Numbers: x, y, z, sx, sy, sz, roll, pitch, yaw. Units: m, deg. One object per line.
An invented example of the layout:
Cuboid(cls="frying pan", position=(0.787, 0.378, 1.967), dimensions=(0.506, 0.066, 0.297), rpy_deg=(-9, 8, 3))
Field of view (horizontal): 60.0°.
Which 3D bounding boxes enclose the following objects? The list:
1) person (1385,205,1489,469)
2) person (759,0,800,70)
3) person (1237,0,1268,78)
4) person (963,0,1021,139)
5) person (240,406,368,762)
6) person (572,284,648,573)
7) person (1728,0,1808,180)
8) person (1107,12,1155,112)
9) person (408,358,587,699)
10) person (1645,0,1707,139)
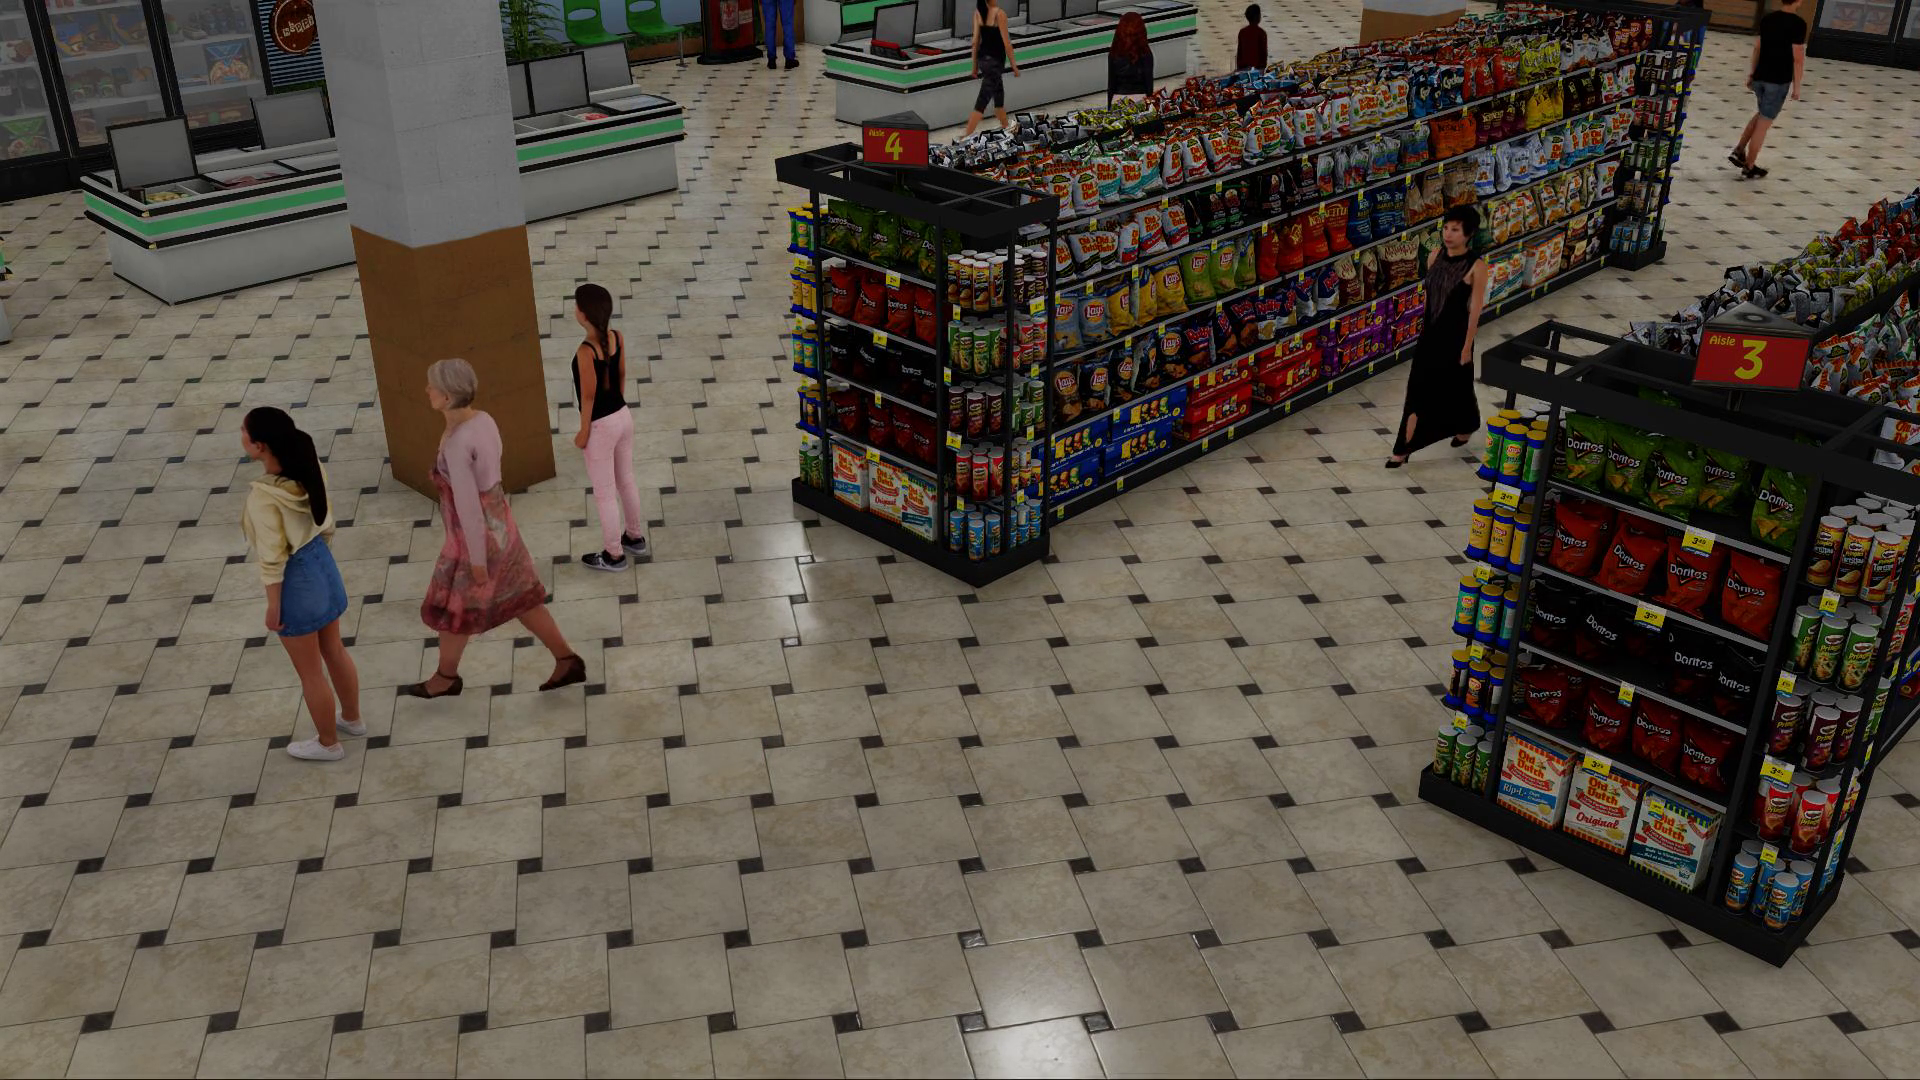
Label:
Cuboid(cls="person", position=(2.950, -1.198, 9.877), dimensions=(1.023, 1.565, 0.641), rpy_deg=(-20, 33, -34))
Cuboid(cls="person", position=(-2.275, -6.788, 20.628), dimensions=(0.754, 1.811, 0.797), rpy_deg=(1, 27, 2))
Cuboid(cls="person", position=(3.128, -5.123, 17.974), dimensions=(0.508, 1.242, 0.811), rpy_deg=(23, 35, 37))
Cuboid(cls="person", position=(0.246, -4.695, 16.648), dimensions=(1.168, 1.677, 0.641), rpy_deg=(-21, 34, -35))
Cuboid(cls="person", position=(-2.795, 0.185, 7.076), dimensions=(0.791, 1.631, 0.687), rpy_deg=(6, 27, 11))
Cuboid(cls="person", position=(-1.846, -0.593, 8.684), dimensions=(0.657, 1.565, 0.549), rpy_deg=(12, 29, 22))
Cuboid(cls="person", position=(7.646, -4.362, 15.814), dimensions=(0.805, 1.838, 0.776), rpy_deg=(-9, 28, -17))
Cuboid(cls="person", position=(1.486, -3.727, 14.620), dimensions=(0.646, 1.786, 0.648), rpy_deg=(12, 29, 22))
Cuboid(cls="person", position=(-2.053, 0.001, 7.411), dimensions=(1.038, 1.657, 1.043), rpy_deg=(3, 27, 6))
Cuboid(cls="person", position=(7.219, -4.773, 16.763), dimensions=(0.518, 1.713, 0.606), rpy_deg=(-22, 34, -36))
